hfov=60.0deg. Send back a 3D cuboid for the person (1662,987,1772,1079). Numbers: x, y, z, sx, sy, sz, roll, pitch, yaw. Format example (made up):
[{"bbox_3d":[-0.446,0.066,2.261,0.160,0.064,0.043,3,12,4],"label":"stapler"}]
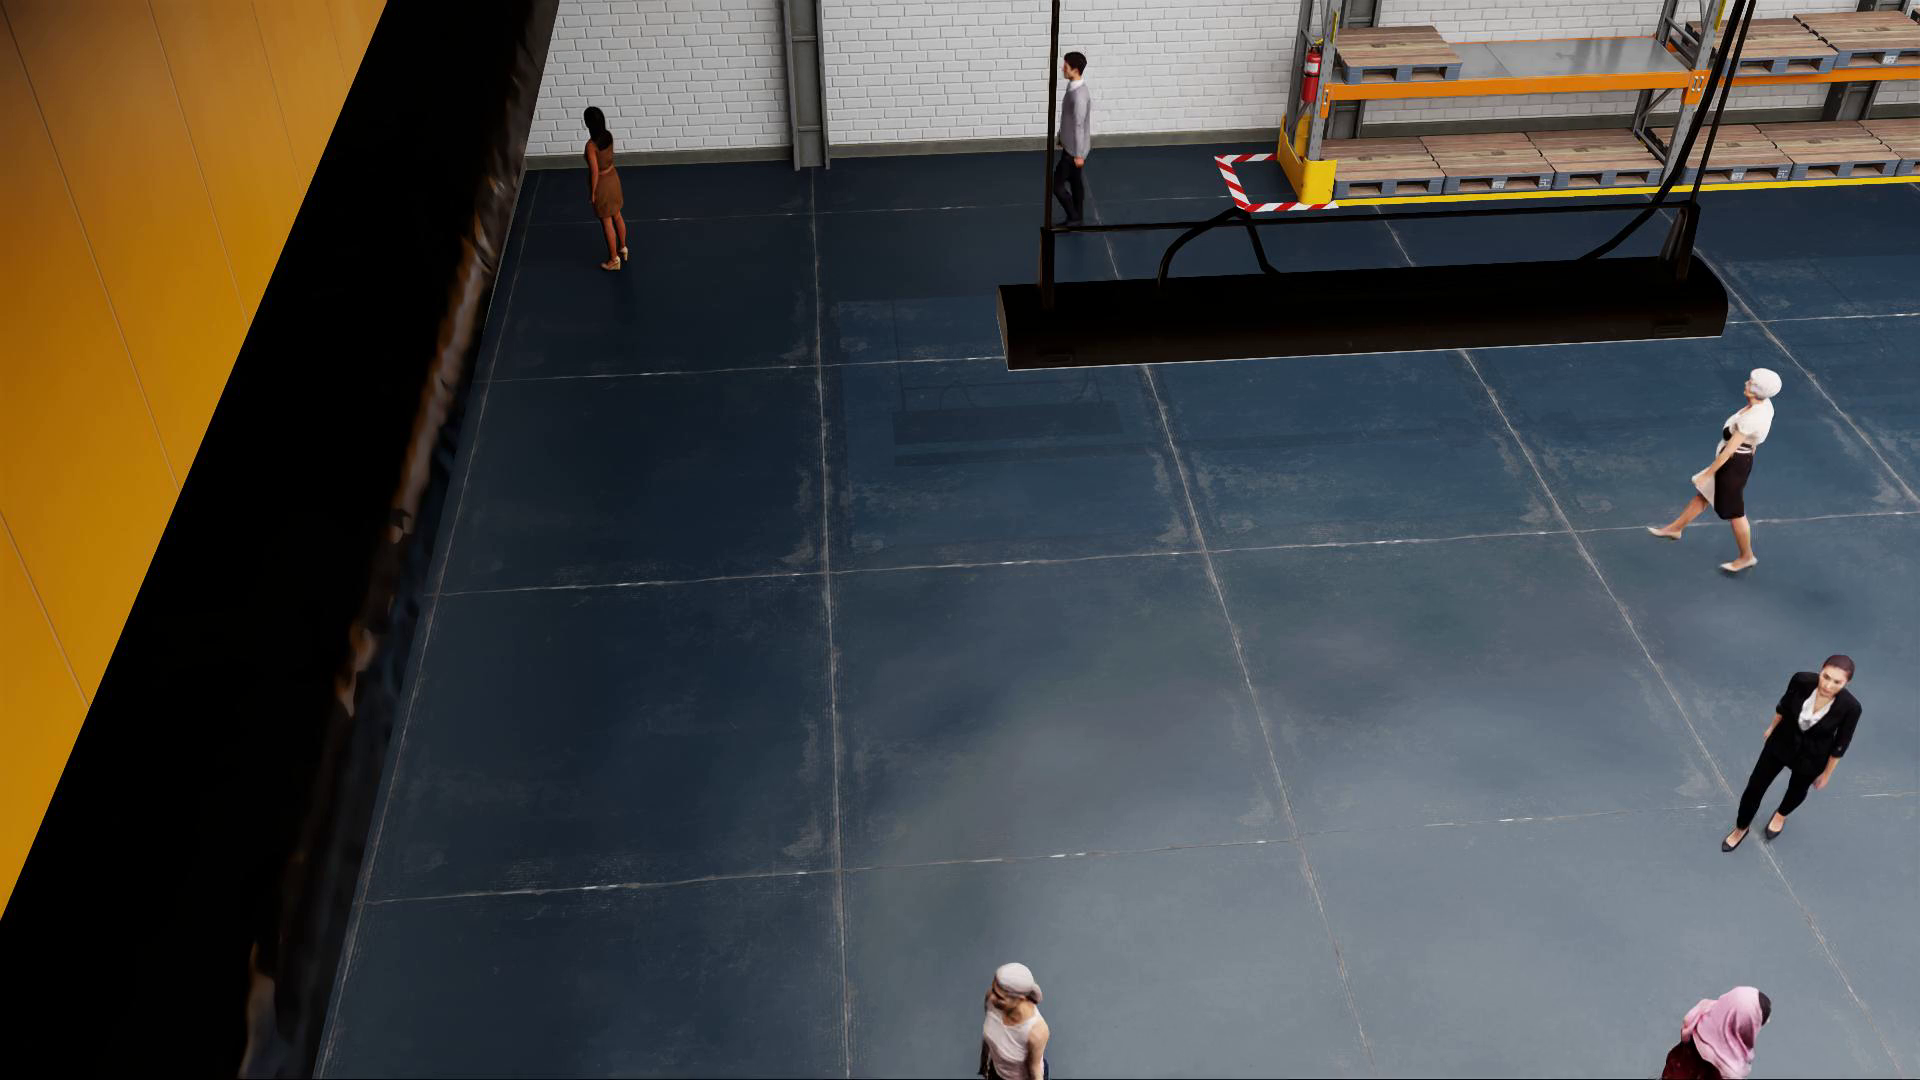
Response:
[{"bbox_3d":[3.678,2.812,8.509,1.035,1.611,0.767,3,39,4],"label":"person"}]

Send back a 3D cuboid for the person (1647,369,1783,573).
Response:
[{"bbox_3d":[5.906,-0.459,12.527,1.159,1.708,1.042,23,44,26],"label":"person"}]

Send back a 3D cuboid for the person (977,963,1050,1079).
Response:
[{"bbox_3d":[0.343,2.732,8.544,1.009,1.693,0.901,-25,45,-28],"label":"person"}]

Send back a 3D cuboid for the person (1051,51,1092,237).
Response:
[{"bbox_3d":[1.240,-3.983,16.775,0.649,1.913,0.782,-1,39,-2],"label":"person"}]

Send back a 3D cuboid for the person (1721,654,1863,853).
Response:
[{"bbox_3d":[5.300,1.276,10.411,0.877,1.638,0.950,31,48,33],"label":"person"}]

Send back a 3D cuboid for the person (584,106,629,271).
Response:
[{"bbox_3d":[-3.479,-3.449,16.285,0.620,1.690,0.626,11,40,13],"label":"person"}]
